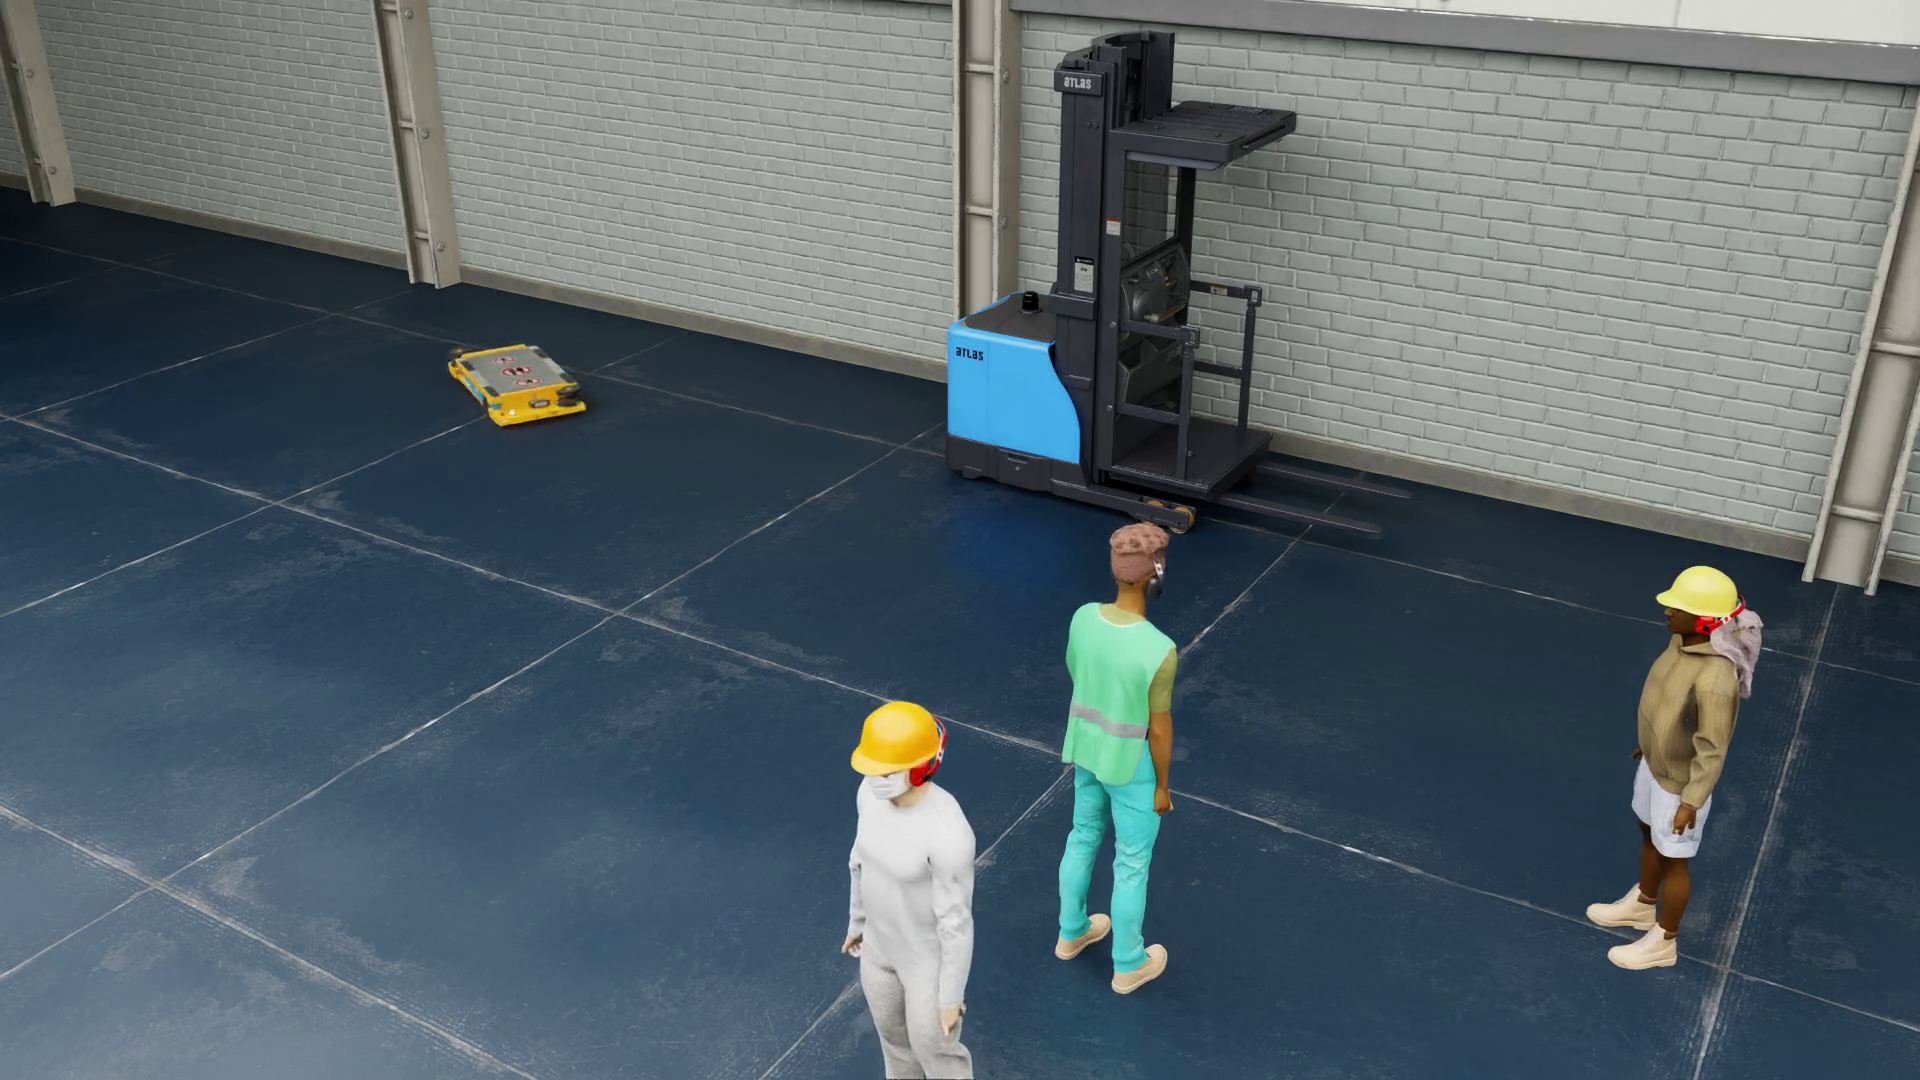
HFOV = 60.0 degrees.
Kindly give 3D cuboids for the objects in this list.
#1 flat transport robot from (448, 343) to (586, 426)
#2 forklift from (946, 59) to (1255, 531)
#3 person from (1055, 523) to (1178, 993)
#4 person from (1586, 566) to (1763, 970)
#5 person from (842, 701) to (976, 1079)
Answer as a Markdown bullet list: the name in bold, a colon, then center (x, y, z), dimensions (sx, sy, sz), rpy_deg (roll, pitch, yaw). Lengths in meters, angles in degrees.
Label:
- **flat transport robot**: center (-3.444, -1.226, 12.851), dimensions (0.659, 0.231, 1.431), rpy_deg (-14, 29, -27)
- **forklift**: center (0.933, -1.707, 10.833), dimensions (1.873, 2.768, 1.129), rpy_deg (15, 29, 28)
- **person**: center (0.608, 0.861, 6.459), dimensions (0.391, 1.971, 0.479), rpy_deg (-23, 34, -39)
- **person**: center (2.843, 0.908, 6.587), dimensions (0.405, 1.762, 0.540), rpy_deg (2, 25, 4)
- **person**: center (-0.179, 1.353, 5.506), dimensions (0.380, 1.889, 0.563), rpy_deg (-20, 32, -36)
